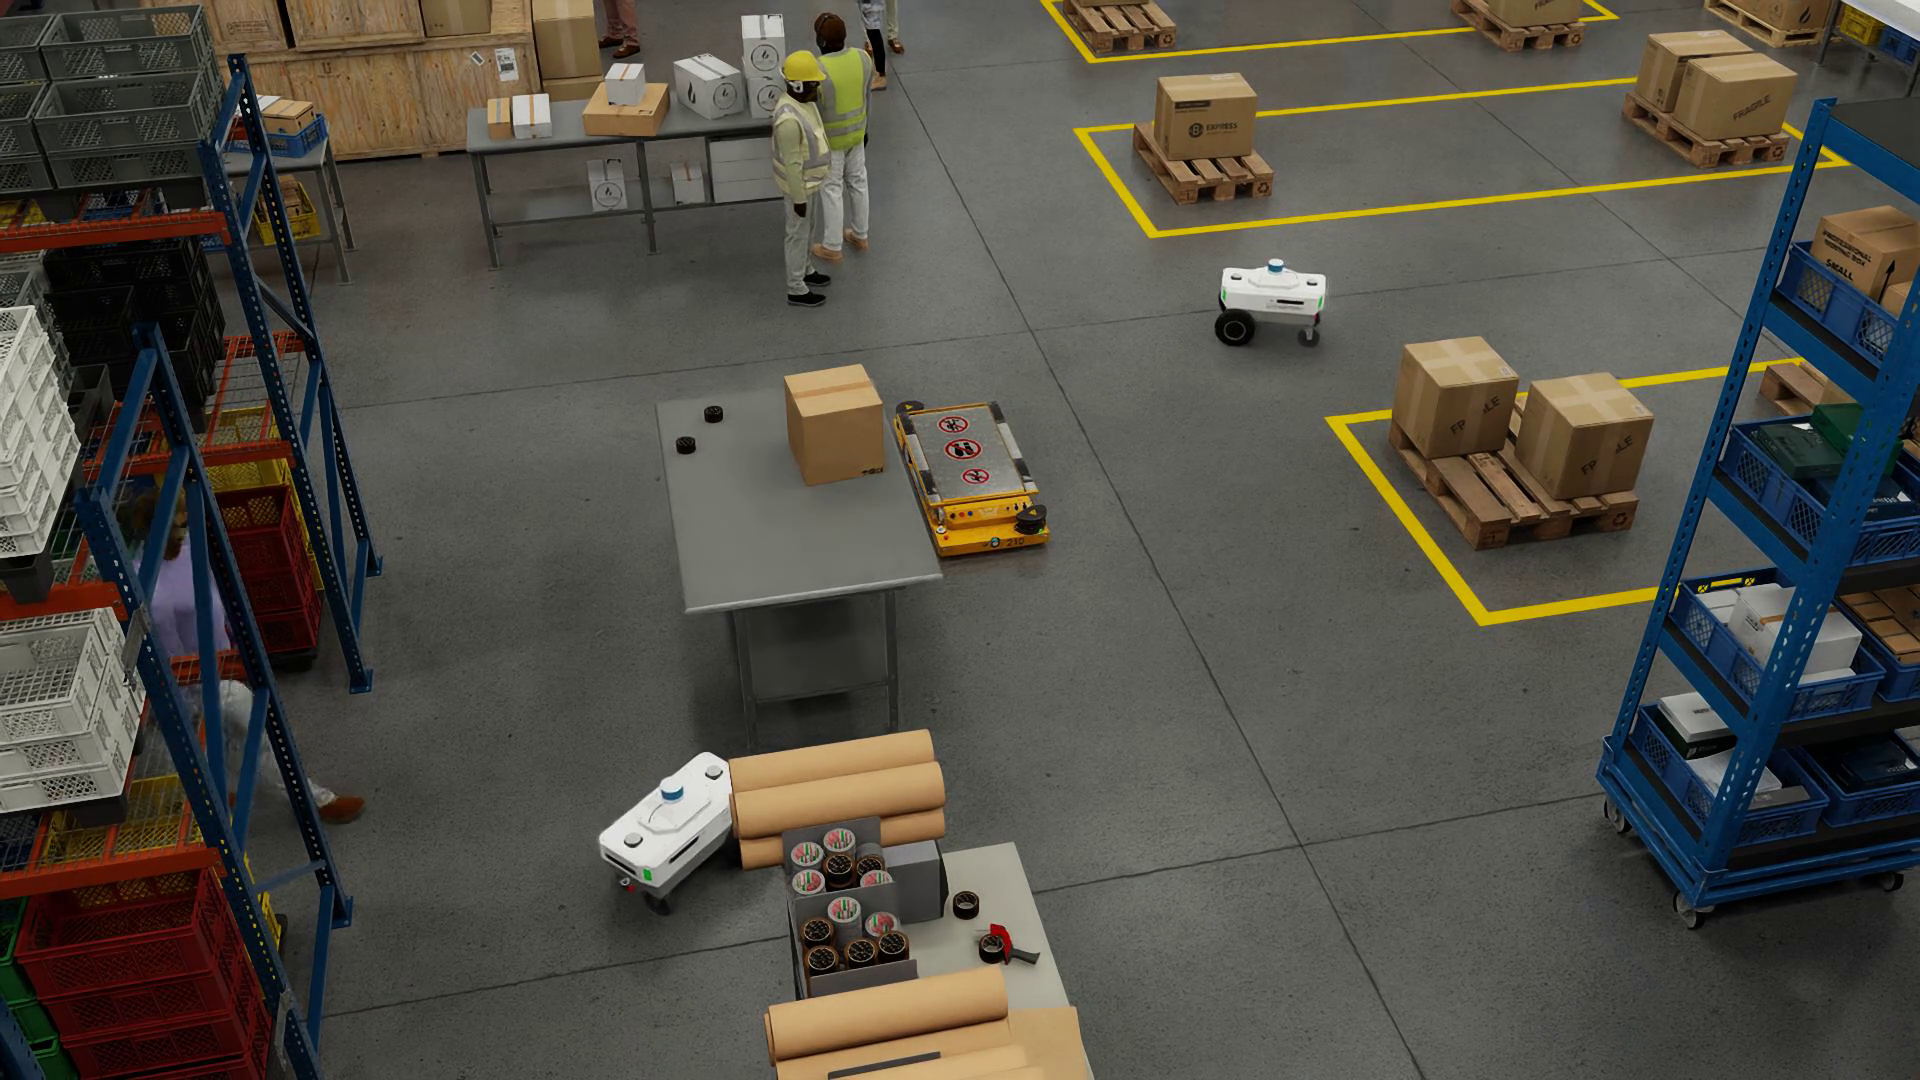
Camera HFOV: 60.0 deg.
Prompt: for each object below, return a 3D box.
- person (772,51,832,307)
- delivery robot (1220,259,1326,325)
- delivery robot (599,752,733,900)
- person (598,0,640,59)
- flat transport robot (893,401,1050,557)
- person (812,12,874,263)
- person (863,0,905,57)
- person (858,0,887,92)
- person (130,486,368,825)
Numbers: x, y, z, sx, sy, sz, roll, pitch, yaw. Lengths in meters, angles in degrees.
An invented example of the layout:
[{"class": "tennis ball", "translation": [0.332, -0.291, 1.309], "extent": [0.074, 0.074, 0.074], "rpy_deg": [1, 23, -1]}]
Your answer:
[{"class": "person", "translation": [-1.094, -2.530, 11.644], "extent": [0.403, 1.822, 0.591], "rpy_deg": [3, 37, 4]}, {"class": "delivery robot", "translation": [2.166, -1.707, 11.507], "extent": [0.707, 0.478, 0.477], "rpy_deg": [7, 37, 8]}, {"class": "delivery robot", "translation": [-1.280, 1.274, 7.506], "extent": [0.477, 0.478, 0.707], "rpy_deg": [24, 43, 28]}, {"class": "person", "translation": [-3.319, -5.499, 15.563], "extent": [0.403, 1.904, 0.652], "rpy_deg": [-25, 44, -30]}, {"class": "flat transport robot", "translation": [0.046, -0.430, 10.108], "extent": [0.652, 0.197, 1.431], "rpy_deg": [-8, 37, -10]}, {"class": "person", "translation": [-0.913, -2.940, 12.175], "extent": [0.620, 1.845, 0.429], "rpy_deg": [-30, 46, -34]}, {"class": "person", "translation": [-0.743, -5.465, 15.561], "extent": [0.517, 1.860, 0.333], "rpy_deg": [-13, 39, -17]}, {"class": "person", "translation": [-0.832, -4.906, 14.948], "extent": [0.323, 1.689, 0.535], "rpy_deg": [-4, 37, -5]}, {"class": "person", "translation": [-3.336, 0.548, 7.451], "extent": [0.922, 1.892, 0.644], "rpy_deg": [-6, 37, -8]}]
